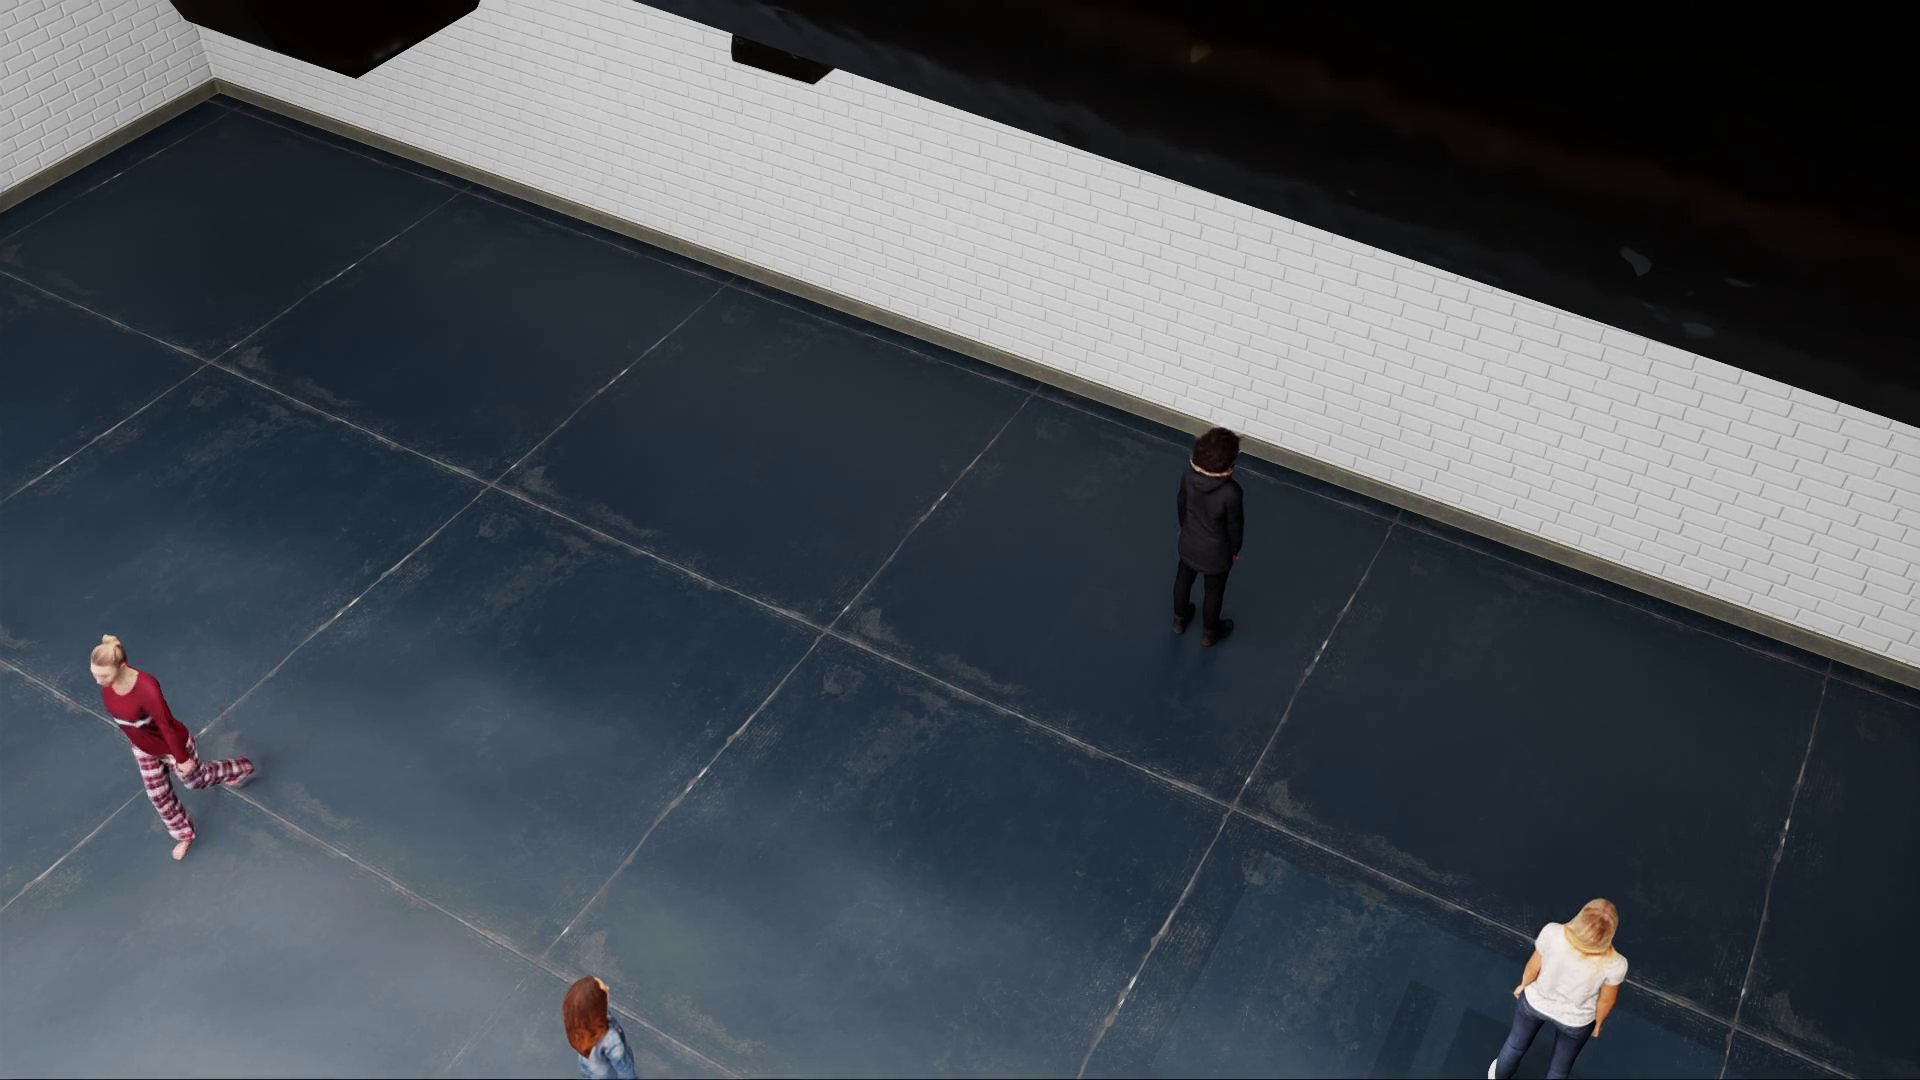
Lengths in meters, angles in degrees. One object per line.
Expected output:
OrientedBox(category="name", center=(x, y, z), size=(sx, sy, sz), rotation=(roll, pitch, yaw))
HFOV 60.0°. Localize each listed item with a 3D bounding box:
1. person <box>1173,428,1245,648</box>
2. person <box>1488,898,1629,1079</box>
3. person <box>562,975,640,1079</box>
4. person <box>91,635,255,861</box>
OrientedBox(category="person", center=(1.600, -0.006, 10.737), size=(0.650, 1.780, 0.644), rotation=(28, 50, 26))
OrientedBox(category="person", center=(2.971, 2.334, 8.261), size=(0.592, 1.808, 0.509), rotation=(24, 48, 23))
OrientedBox(category="person", center=(-1.759, 2.606, 8.218), size=(0.593, 1.474, 0.532), rotation=(29, 51, 27))
OrientedBox(category="person", center=(-4.586, 1.110, 9.645), size=(0.760, 1.672, 0.992), rotation=(15, 46, 15))
